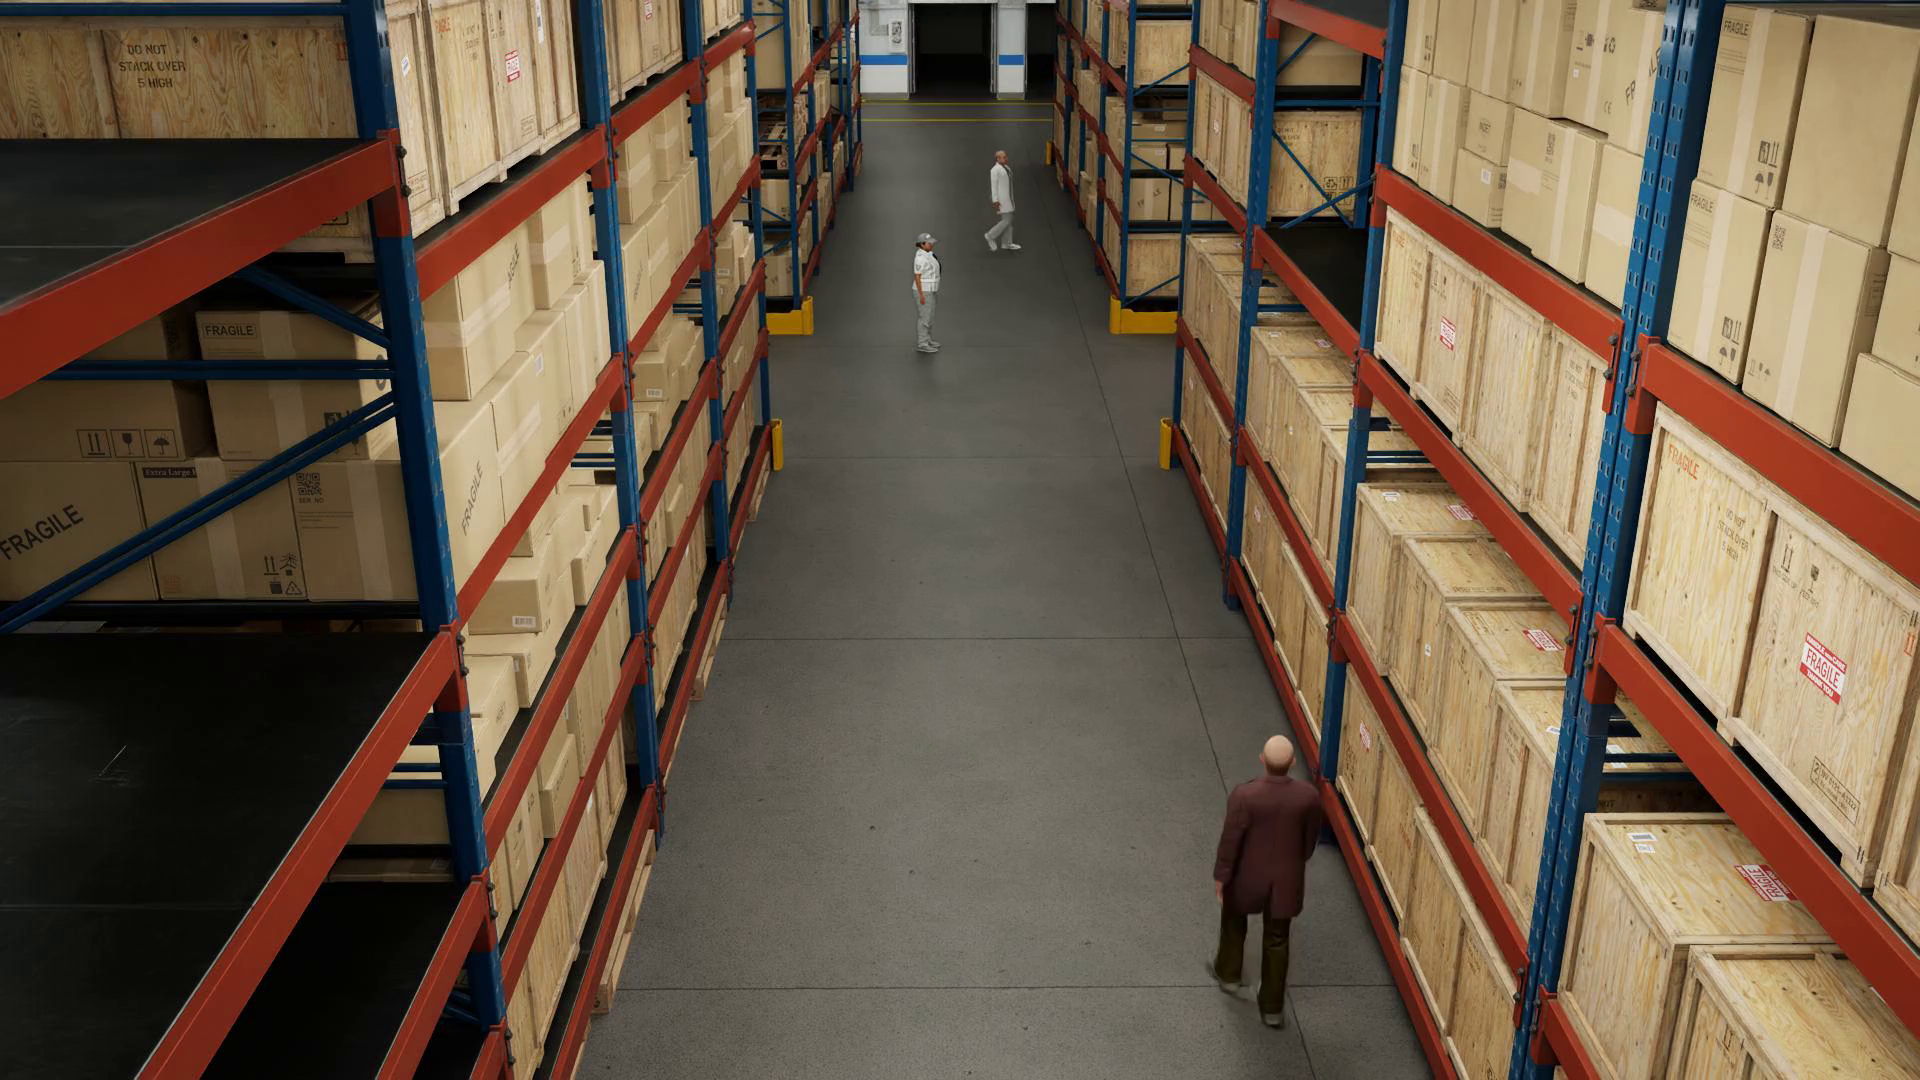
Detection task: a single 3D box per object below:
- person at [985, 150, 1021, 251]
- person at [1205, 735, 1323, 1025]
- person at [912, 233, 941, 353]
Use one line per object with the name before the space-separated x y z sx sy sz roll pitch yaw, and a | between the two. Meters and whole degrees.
person | 0.797 -6.134 30.041 0.616 1.791 0.625 10 24 24
person | 1.759 1.892 9.657 0.620 1.775 0.689 0 22 0
person | -0.478 -3.521 23.581 0.388 1.665 0.467 3 22 8
